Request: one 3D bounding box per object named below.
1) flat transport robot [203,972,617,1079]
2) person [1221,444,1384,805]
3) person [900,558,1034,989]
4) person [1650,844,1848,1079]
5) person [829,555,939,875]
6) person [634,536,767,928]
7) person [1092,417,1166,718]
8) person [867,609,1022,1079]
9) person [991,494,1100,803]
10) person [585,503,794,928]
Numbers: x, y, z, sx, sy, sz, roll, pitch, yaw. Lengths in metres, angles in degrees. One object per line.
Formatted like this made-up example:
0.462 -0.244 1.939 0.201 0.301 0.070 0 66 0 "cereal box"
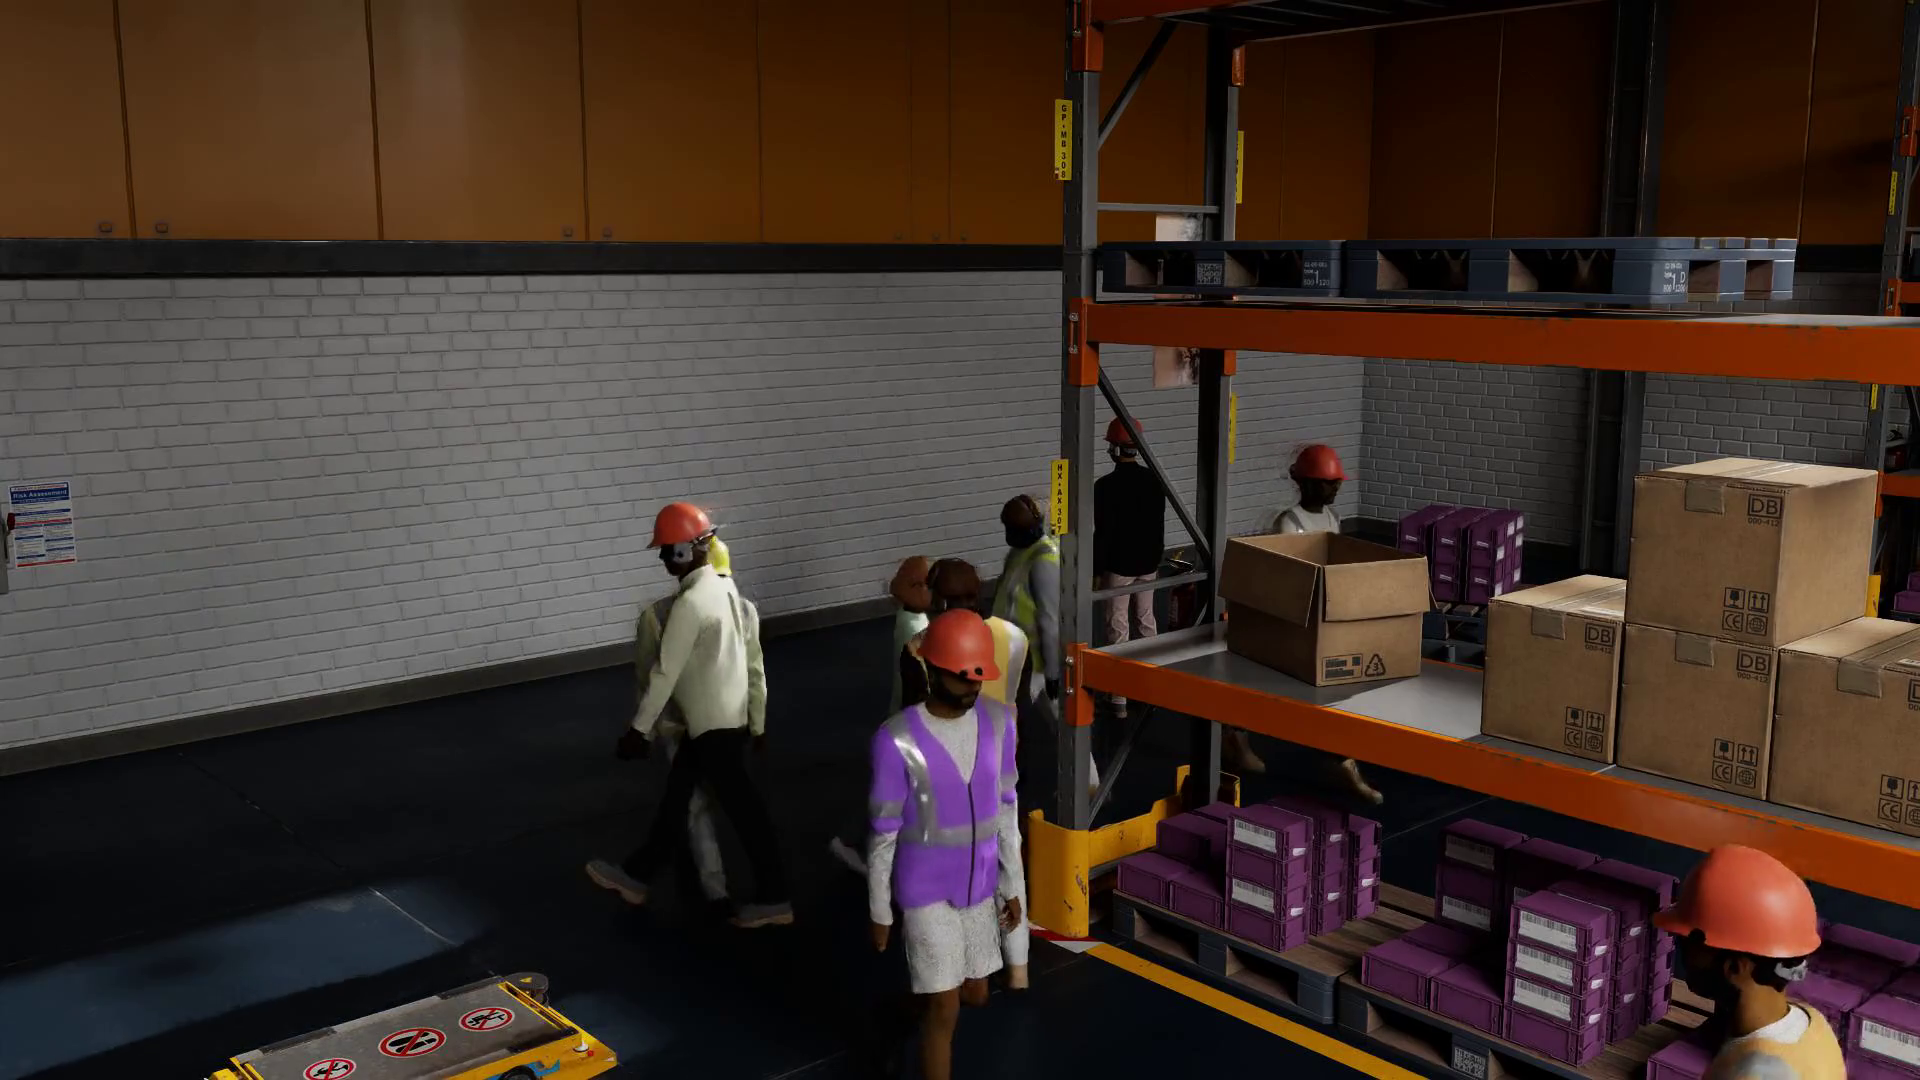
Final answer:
-2.018 1.903 5.912 1.431 0.197 0.652 -8 13 -41 "flat transport robot"
1.932 0.442 9.462 0.619 2.003 1.066 -9 13 -41 "person"
0.036 0.959 7.048 0.644 1.783 1.013 -4 11 -25 "person"
1.640 1.548 3.318 0.997 1.895 0.562 8 13 39 "person"
-0.253 0.857 8.147 0.778 1.605 0.501 0 10 3 "person"
-1.217 0.829 7.815 0.604 1.775 0.983 -5 11 -29 "person"
1.092 0.174 10.989 0.608 1.996 0.380 -7 12 -35 "person"
-0.095 1.136 5.636 0.539 1.907 0.771 -7 12 -34 "person"
0.355 0.625 9.027 0.976 1.776 0.679 -1 10 -5 "person"
-1.251 0.796 7.500 1.047 1.926 0.633 1 10 3 "person"
